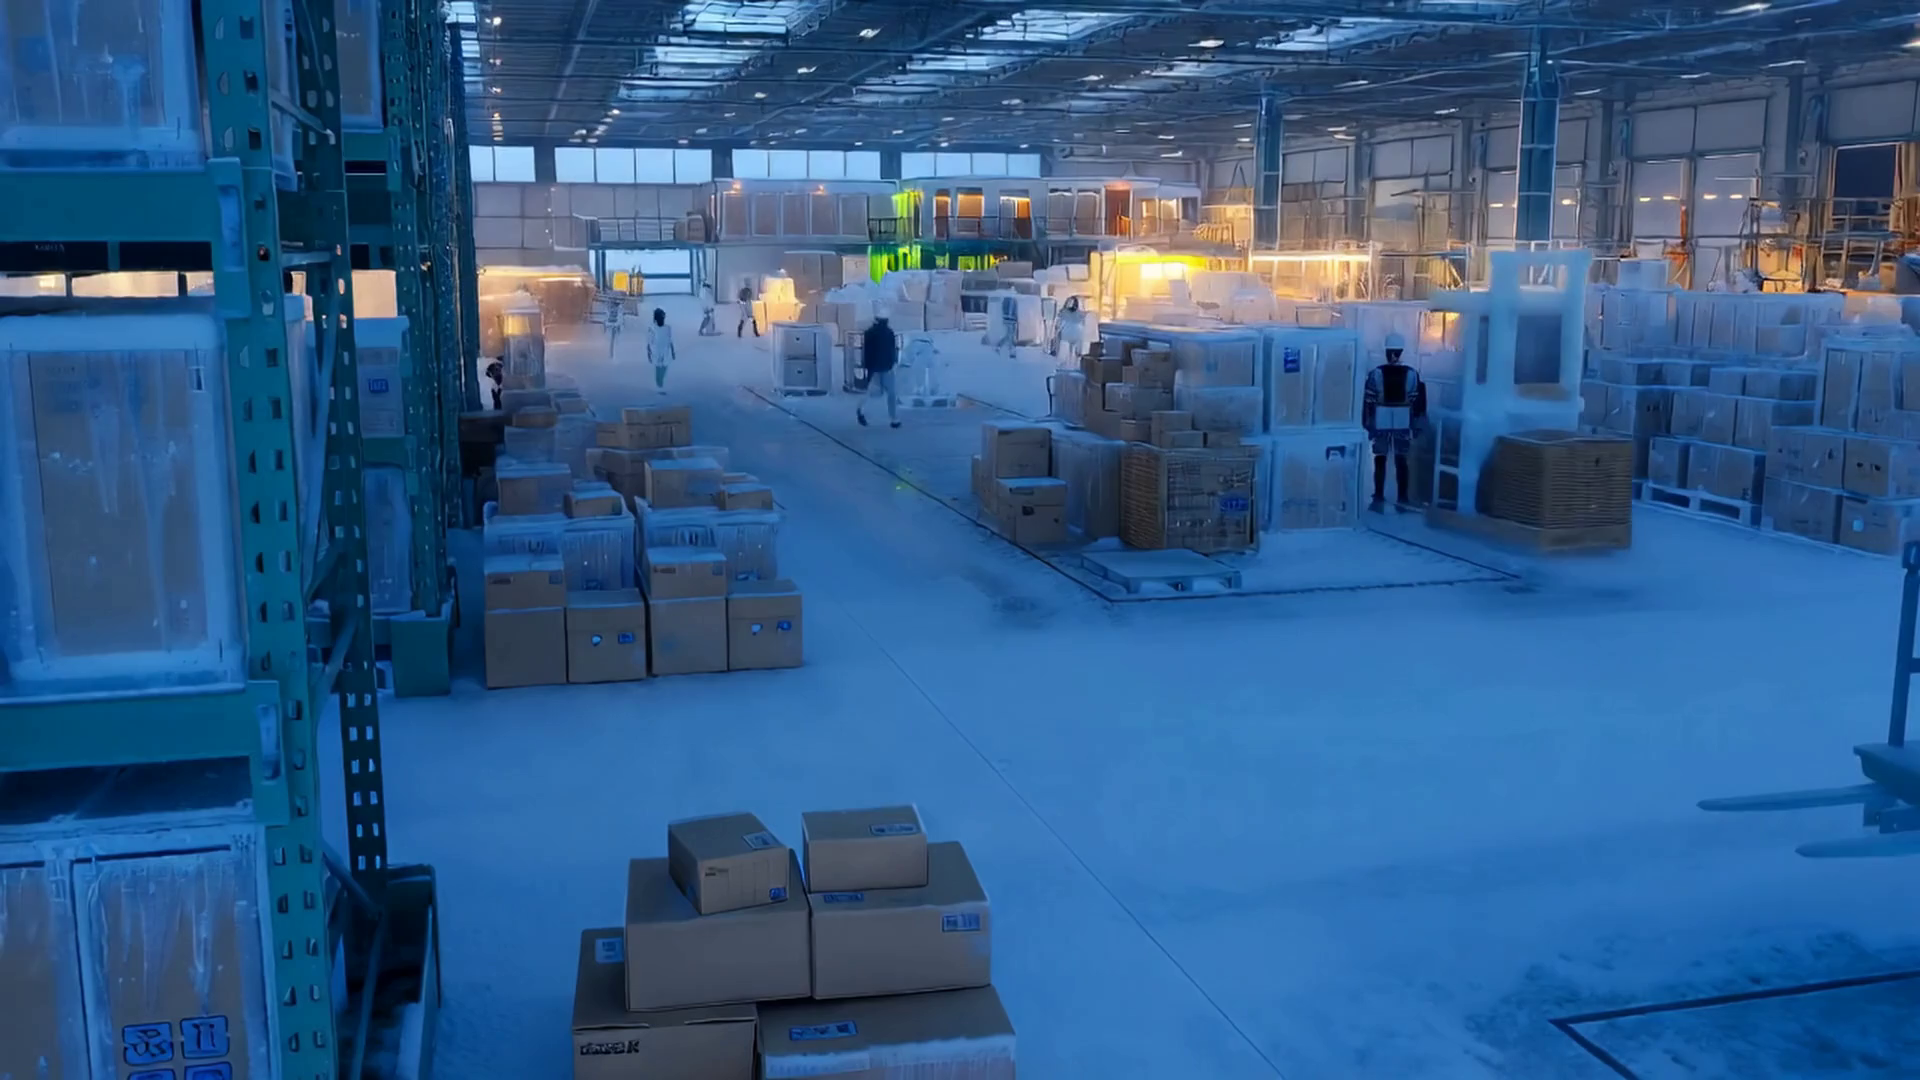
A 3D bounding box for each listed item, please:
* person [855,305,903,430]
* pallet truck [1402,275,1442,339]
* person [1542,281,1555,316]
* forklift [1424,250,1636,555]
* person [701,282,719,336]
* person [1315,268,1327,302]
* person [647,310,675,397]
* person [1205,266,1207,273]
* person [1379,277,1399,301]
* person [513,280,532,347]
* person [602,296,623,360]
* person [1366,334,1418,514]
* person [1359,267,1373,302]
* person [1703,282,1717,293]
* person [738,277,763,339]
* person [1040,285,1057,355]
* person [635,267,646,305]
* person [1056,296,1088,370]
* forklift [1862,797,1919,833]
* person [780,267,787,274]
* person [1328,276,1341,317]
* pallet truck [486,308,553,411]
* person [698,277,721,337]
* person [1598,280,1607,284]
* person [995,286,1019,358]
[{"bbox_3d":[-1.291,-2.722,26.178,0.617,1.960,0.881,-9,13,-40],"label":"person"},{"bbox_3d":[14.620,-7.324,52.145,0.823,1.965,1.885,8,13,40],"label":"pallet truck"},{"bbox_3d":[14.211,-5.278,40.435,0.684,2.000,0.535,3,11,18],"label":"person"},{"bbox_3d":[5.503,-1.368,15.920,1.129,2.768,1.873,-3,10,-16],"label":"forklift"},{"bbox_3d":[-8.031,-7.418,53.379,0.550,1.734,0.476,-2,10,-10],"label":"person"},{"bbox_3d":[17.202,-12.060,79.444,0.431,1.835,0.623,-10,14,-44],"label":"person"},{"bbox_3d":[-5.777,-3.599,31.975,0.533,1.672,0.776,-6,12,-31],"label":"person"},{"bbox_3d":[11.812,-12.295,80.464,0.376,1.936,0.549,0,10,-3],"label":"person"},{"bbox_3d":[15.087,-8.354,58.560,0.638,1.793,0.957,-1,10,-8],"label":"person"},{"bbox_3d":[-12.477,-6.460,47.467,0.570,1.920,0.430,2,10,13],"label":"person"},{"bbox_3d":[-8.798,-5.390,42.290,0.519,1.608,0.762,5,11,24],"label":"person"},{"bbox_3d":[4.631,-1.247,17.904,0.552,1.934,0.373,0,10,0],"label":"person"},{"bbox_3d":[18.059,-11.164,74.042,0.605,1.943,0.402,6,12,31],"label":"person"},{"bbox_3d":[20.270,-6.027,45.056,0.655,1.900,0.911,6,12,32],"label":"person"},{"bbox_3d":[-6.550,-7.158,51.452,0.610,1.912,1.011,-9,14,-42],"label":"person"},{"bbox_3d":[2.367,-5.825,44.060,0.510,1.860,0.333,6,12,32],"label":"person"},{"bbox_3d":[-15.745,-12.496,81.861,0.508,1.846,0.345,7,12,35],"label":"person"},{"bbox_3d":[2.212,-3.873,32.925,0.648,1.887,1.011,2,10,9],"label":"person"},{"bbox_3d":[5.472,0.096,7.632,1.873,2.768,1.129,-3,10,-15],"label":"forklift"},{"bbox_3d":[-8.218,-11.754,77.453,0.591,1.919,0.392,-2,10,-14],"label":"person"},{"bbox_3d":[13.211,-8.400,58.634,0.560,1.853,0.454,7,12,34],"label":"person"},{"bbox_3d":[-6.242,-2.418,24.362,0.823,1.965,1.885,1,10,3],"label":"pallet truck"},{"bbox_3d":[-7.954,-7.406,52.898,0.907,1.891,0.567,1,10,3],"label":"person"},{"bbox_3d":[18.075,-6.377,46.980,0.364,1.928,0.587,0,10,1],"label":"person"},{"bbox_3d":[1.253,-5.590,42.700,0.566,1.867,0.581,-6,12,-32],"label":"person"}]
